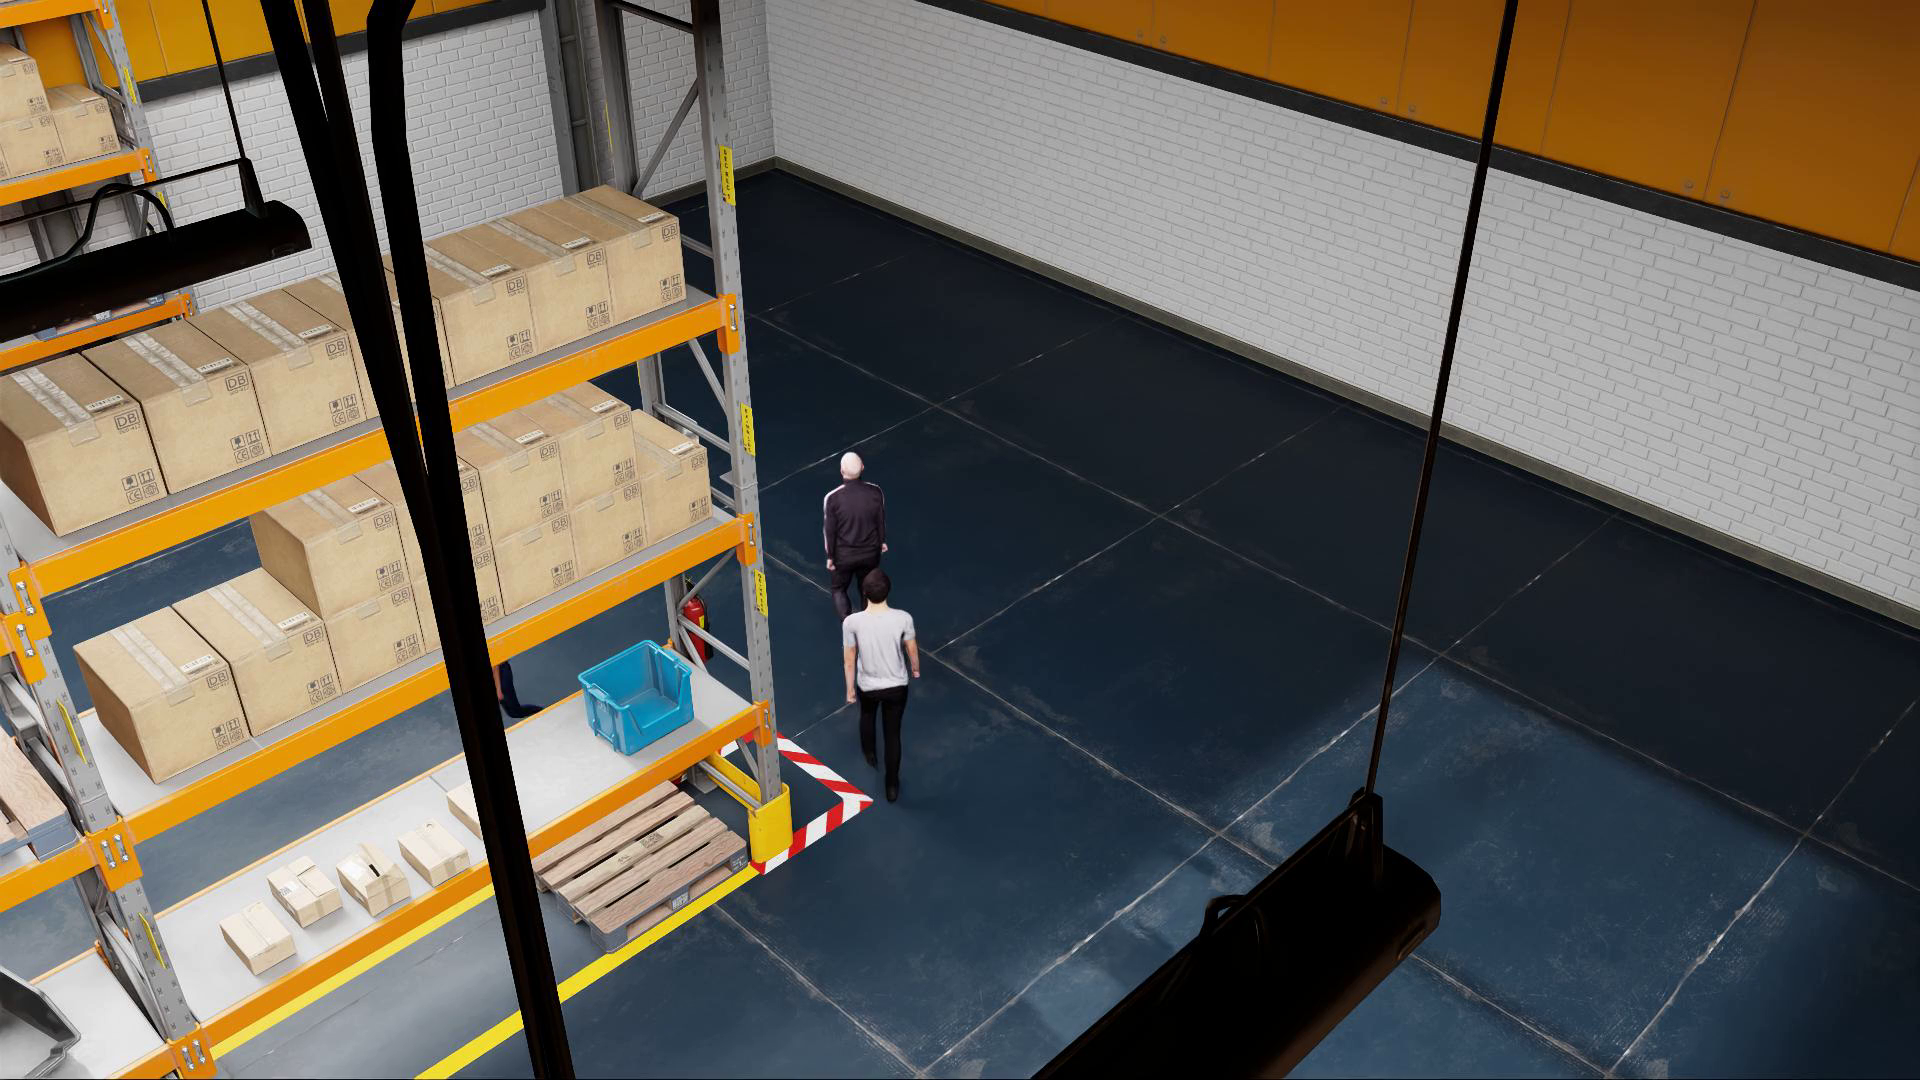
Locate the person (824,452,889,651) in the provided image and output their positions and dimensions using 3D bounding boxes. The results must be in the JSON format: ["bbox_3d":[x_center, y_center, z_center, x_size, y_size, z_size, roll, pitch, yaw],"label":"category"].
[{"bbox_3d":[-0.800,0.182,13.290,0.847,1.819,0.920,-9,35,-13],"label":"person"}]

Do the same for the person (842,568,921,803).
[{"bbox_3d":[-0.555,1.094,11.897,1.001,1.842,1.061,1,34,1],"label":"person"}]
